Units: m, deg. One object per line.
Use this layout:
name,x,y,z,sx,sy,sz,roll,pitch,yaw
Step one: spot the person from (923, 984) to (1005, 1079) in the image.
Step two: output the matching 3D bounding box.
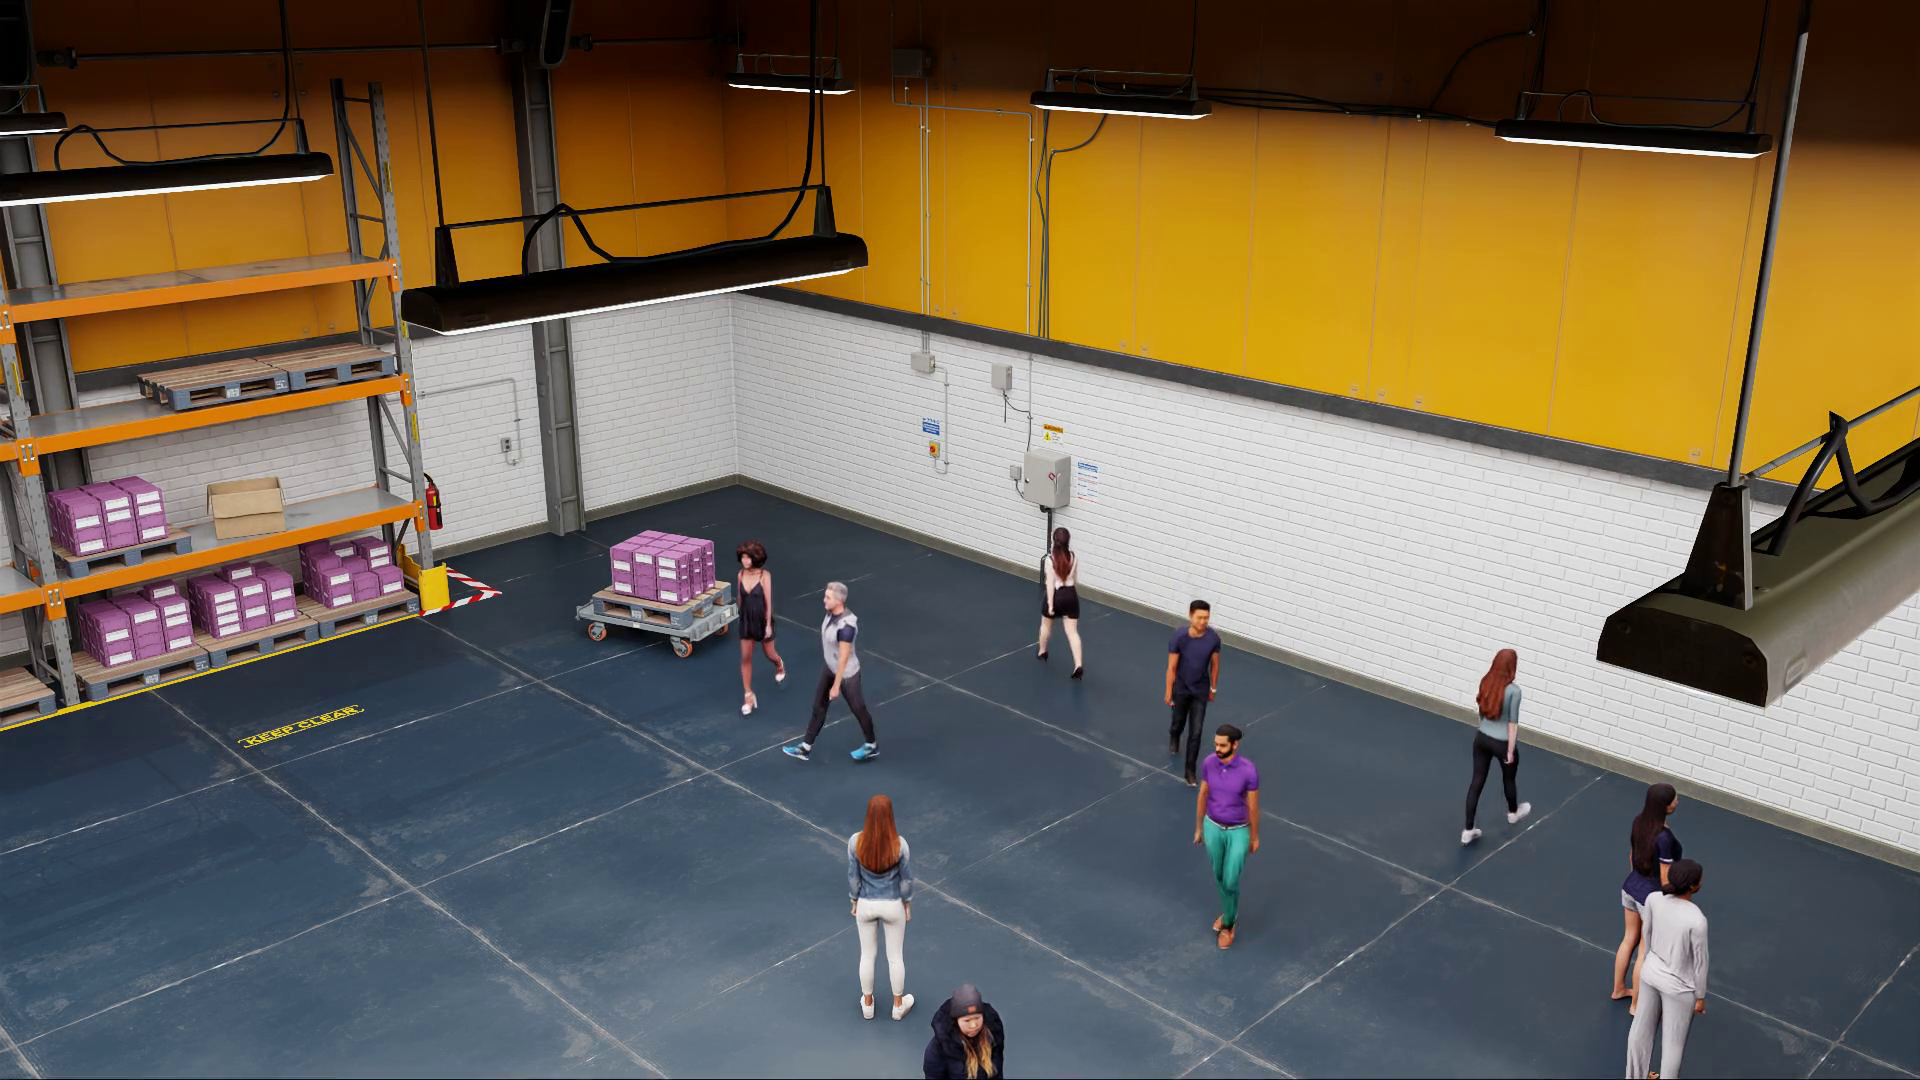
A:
person,0.035,3.303,9.598,0.678,1.675,0.800,-11,21,-29

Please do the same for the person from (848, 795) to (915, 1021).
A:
person,-0.559,2.584,11.692,0.682,1.701,0.706,2,19,7

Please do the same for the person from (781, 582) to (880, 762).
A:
person,-1.007,1.255,15.518,1.254,1.778,0.977,-8,20,-23

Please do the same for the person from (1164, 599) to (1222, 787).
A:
person,2.106,1.343,15.271,1.038,1.768,1.097,0,19,1

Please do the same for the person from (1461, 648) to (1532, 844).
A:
person,4.478,1.777,14.092,1.096,1.700,0.686,-14,23,-35

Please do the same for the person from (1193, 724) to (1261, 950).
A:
person,2.092,2.197,12.767,0.724,1.749,0.829,12,22,32

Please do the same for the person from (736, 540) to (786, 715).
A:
person,-2.009,0.838,16.773,0.883,1.767,1.091,5,19,15

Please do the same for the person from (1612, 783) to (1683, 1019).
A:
person,4.853,2.528,11.756,0.679,1.767,0.652,-4,19,-11

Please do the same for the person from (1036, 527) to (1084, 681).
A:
person,1.115,0.705,17.431,1.102,1.600,0.870,-9,21,-25

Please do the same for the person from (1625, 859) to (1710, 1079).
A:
person,4.613,2.862,10.812,0.645,1.736,0.688,-10,21,-26
